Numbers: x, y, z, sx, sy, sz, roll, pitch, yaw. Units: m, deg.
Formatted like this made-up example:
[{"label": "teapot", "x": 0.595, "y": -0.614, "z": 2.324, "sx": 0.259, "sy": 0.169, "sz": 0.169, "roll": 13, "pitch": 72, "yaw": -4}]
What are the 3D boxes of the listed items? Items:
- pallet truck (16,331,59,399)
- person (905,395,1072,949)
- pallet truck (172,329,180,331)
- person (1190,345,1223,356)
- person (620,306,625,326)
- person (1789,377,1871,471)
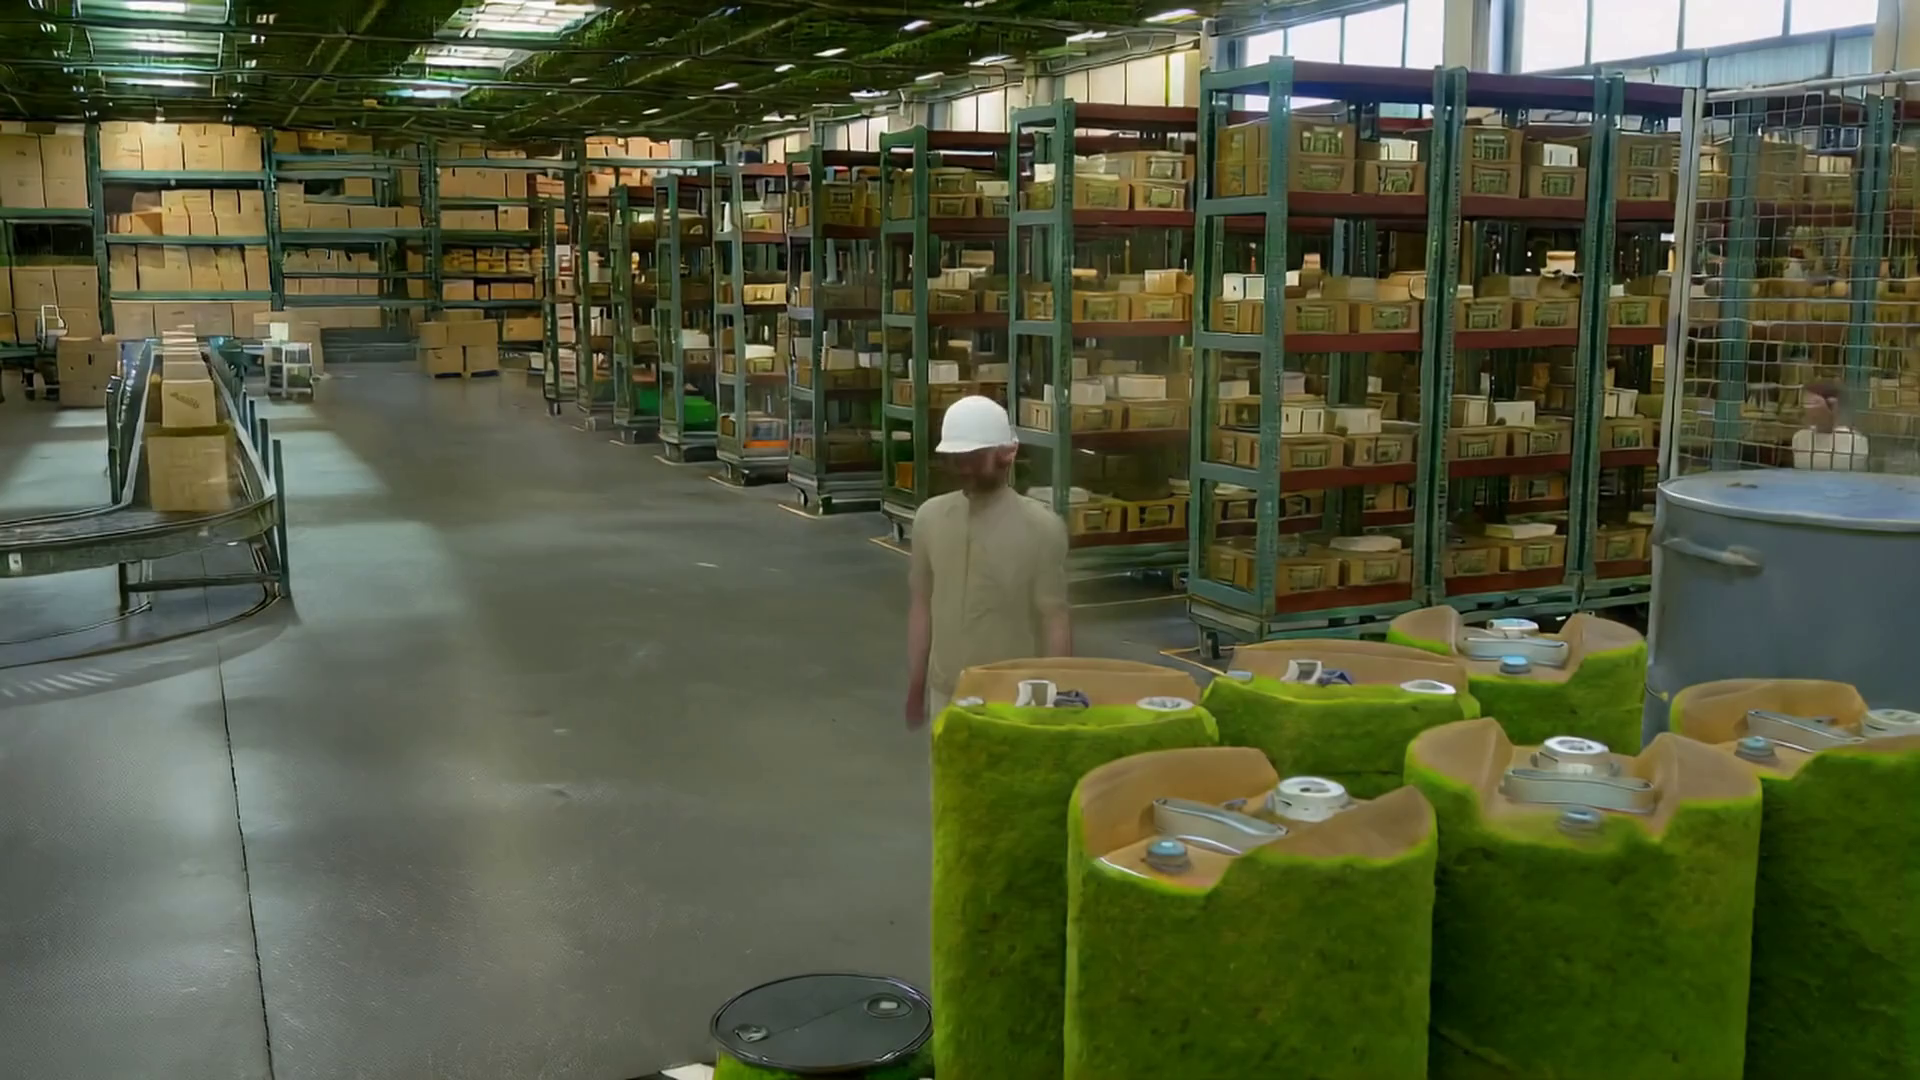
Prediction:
[{"label": "pallet truck", "x": -17.082, "y": -3.353, "z": 31.781, "sx": 1.630, "sy": 1.274, "sz": 0.653, "roll": -4, "pitch": 10, "yaw": -25}, {"label": "person", "x": 0.078, "y": 0.490, "z": 5.804, "sx": 0.626, "sy": 1.993, "sz": 0.392, "roll": 5, "pitch": 10, "yaw": 29}, {"label": "pallet truck", "x": -17.275, "y": -3.851, "z": 35.096, "sx": 1.601, "sy": 1.201, "sz": 0.680, "roll": 0, "pitch": 9, "yaw": 1}, {"label": "person", "x": 3.446, "y": -2.245, "z": 23.244, "sx": 0.595, "sy": 1.837, "sz": 0.404, "roll": 5, "pitch": 11, "yaw": 30}, {"label": "person", "x": -9.407, "y": -5.944, "z": 46.451, "sx": 0.721, "sy": 1.744, "sz": 0.531, "roll": -3, "pitch": 10, "yaw": -18}, {"label": "person", "x": 4.994, "y": -0.024, "z": 9.511, "sx": 0.628, "sy": 1.828, "sz": 0.575, "roll": -2, "pitch": 9, "yaw": -10}]
